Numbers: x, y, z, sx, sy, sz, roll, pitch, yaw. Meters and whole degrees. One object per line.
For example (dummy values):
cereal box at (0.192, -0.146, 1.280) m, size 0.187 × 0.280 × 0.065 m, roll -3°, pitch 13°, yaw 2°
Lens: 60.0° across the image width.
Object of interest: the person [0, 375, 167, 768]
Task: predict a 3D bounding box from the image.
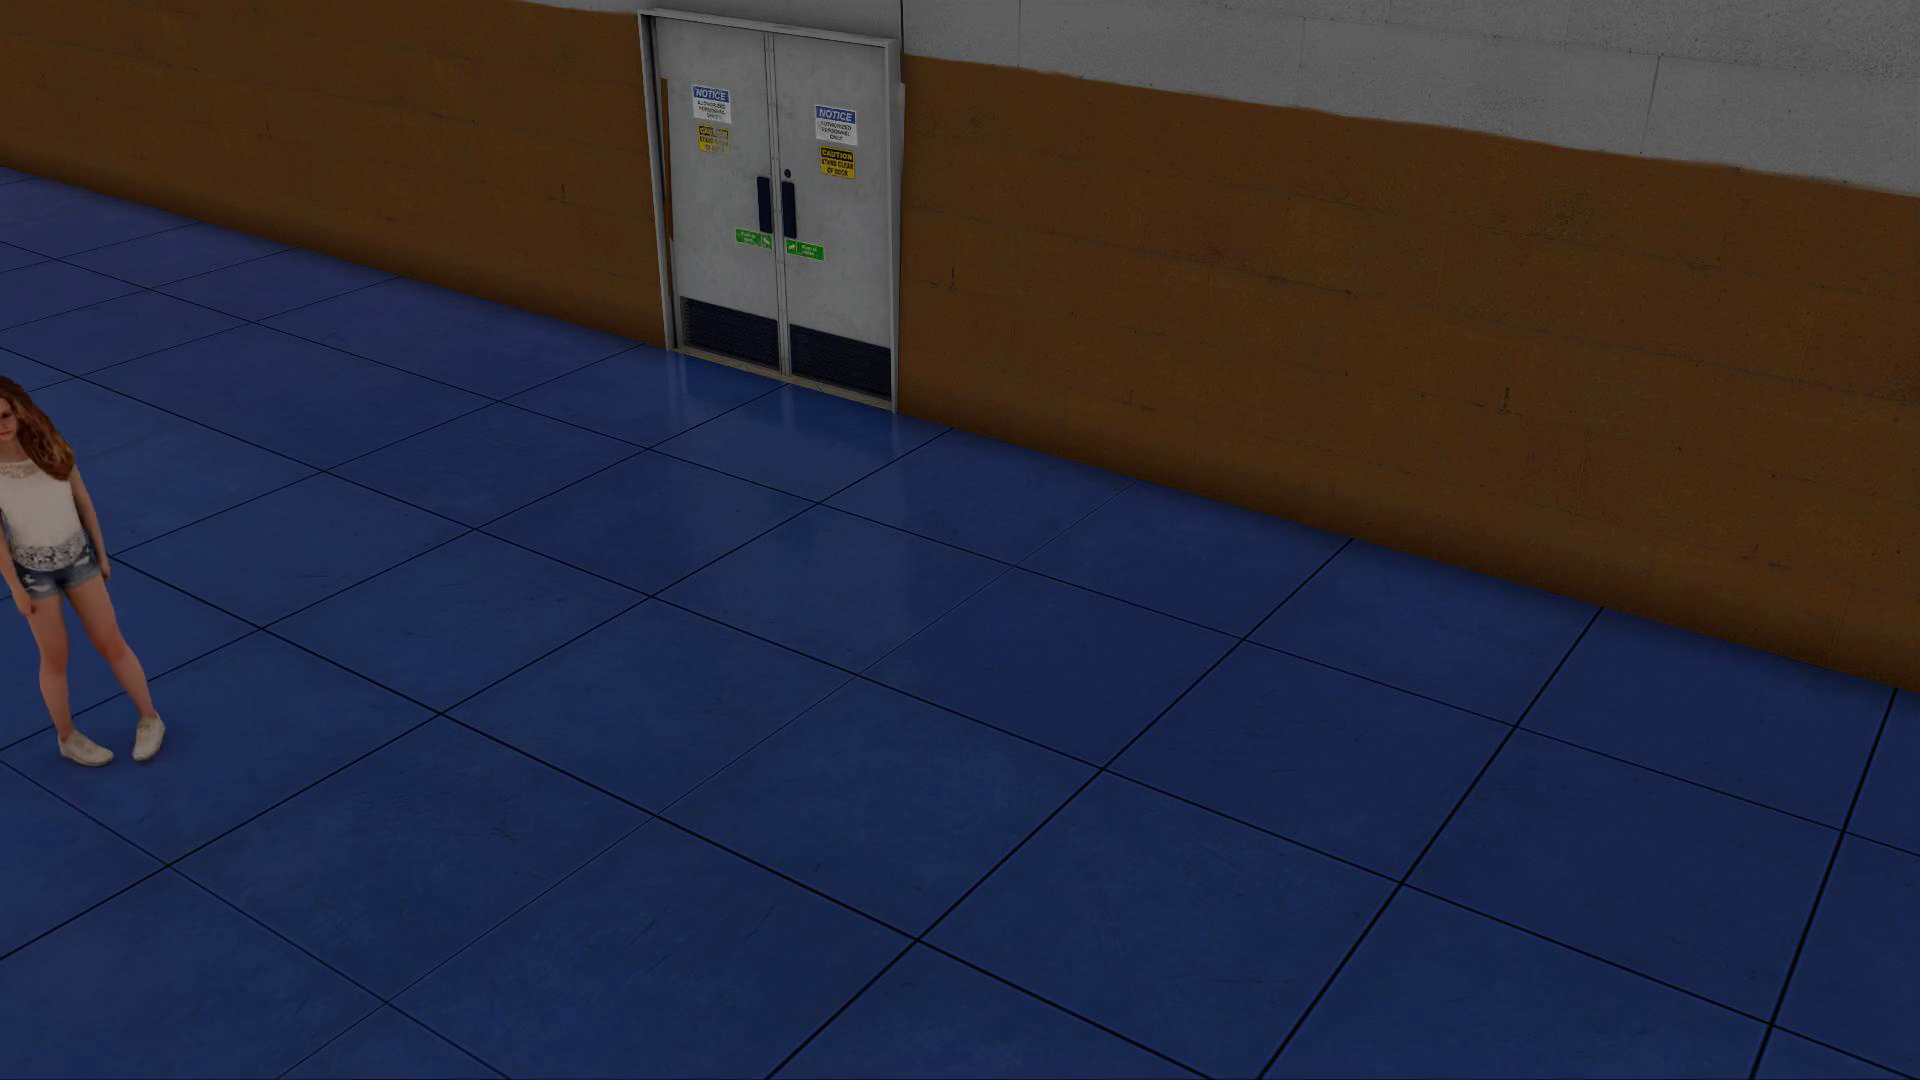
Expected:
person at (-3.757, 0.138, 6.806) m, size 0.736 × 1.746 × 0.604 m, roll 22°, pitch 34°, yaw 37°
